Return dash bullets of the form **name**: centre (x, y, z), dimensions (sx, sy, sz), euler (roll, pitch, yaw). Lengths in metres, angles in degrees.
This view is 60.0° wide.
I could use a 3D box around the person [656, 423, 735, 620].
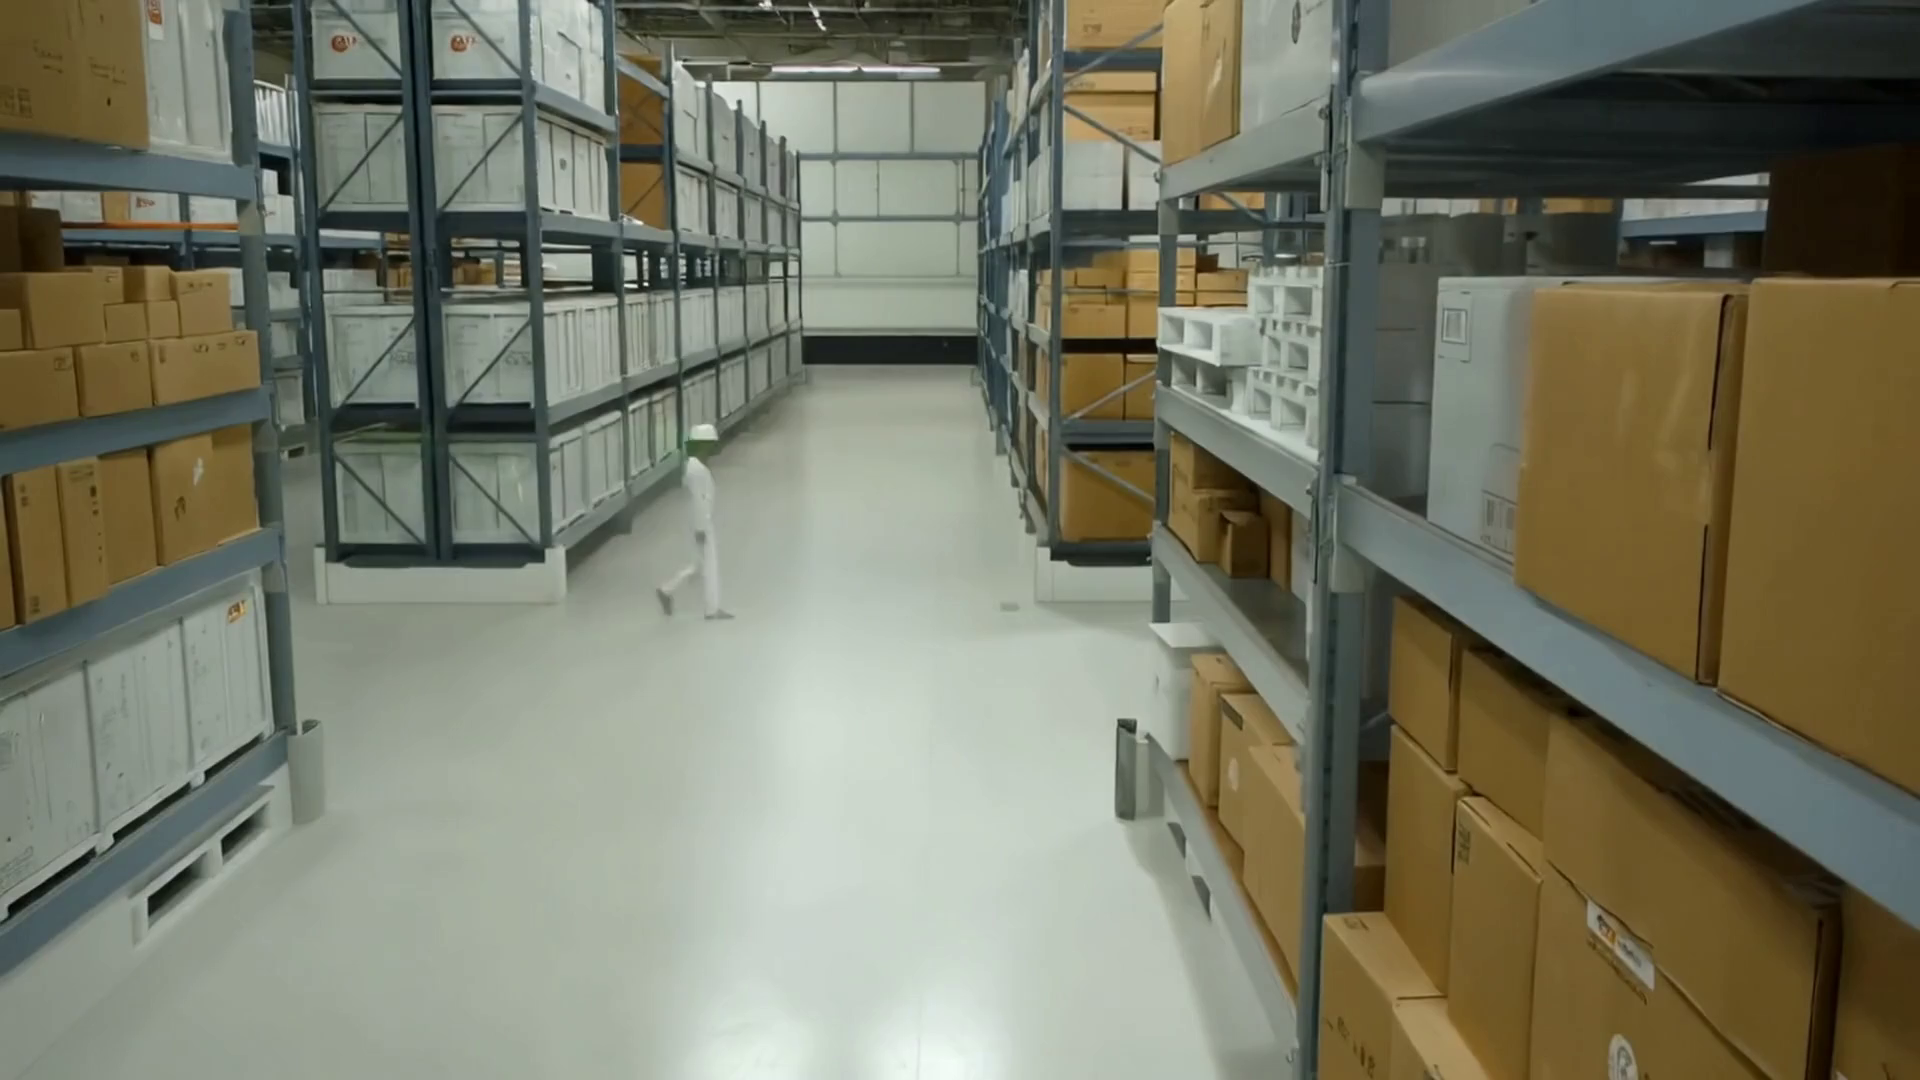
- **person**: centre (-2.266, -0.146, 14.254), dimensions (0.574, 1.727, 0.498), euler (0, 9, 2)
